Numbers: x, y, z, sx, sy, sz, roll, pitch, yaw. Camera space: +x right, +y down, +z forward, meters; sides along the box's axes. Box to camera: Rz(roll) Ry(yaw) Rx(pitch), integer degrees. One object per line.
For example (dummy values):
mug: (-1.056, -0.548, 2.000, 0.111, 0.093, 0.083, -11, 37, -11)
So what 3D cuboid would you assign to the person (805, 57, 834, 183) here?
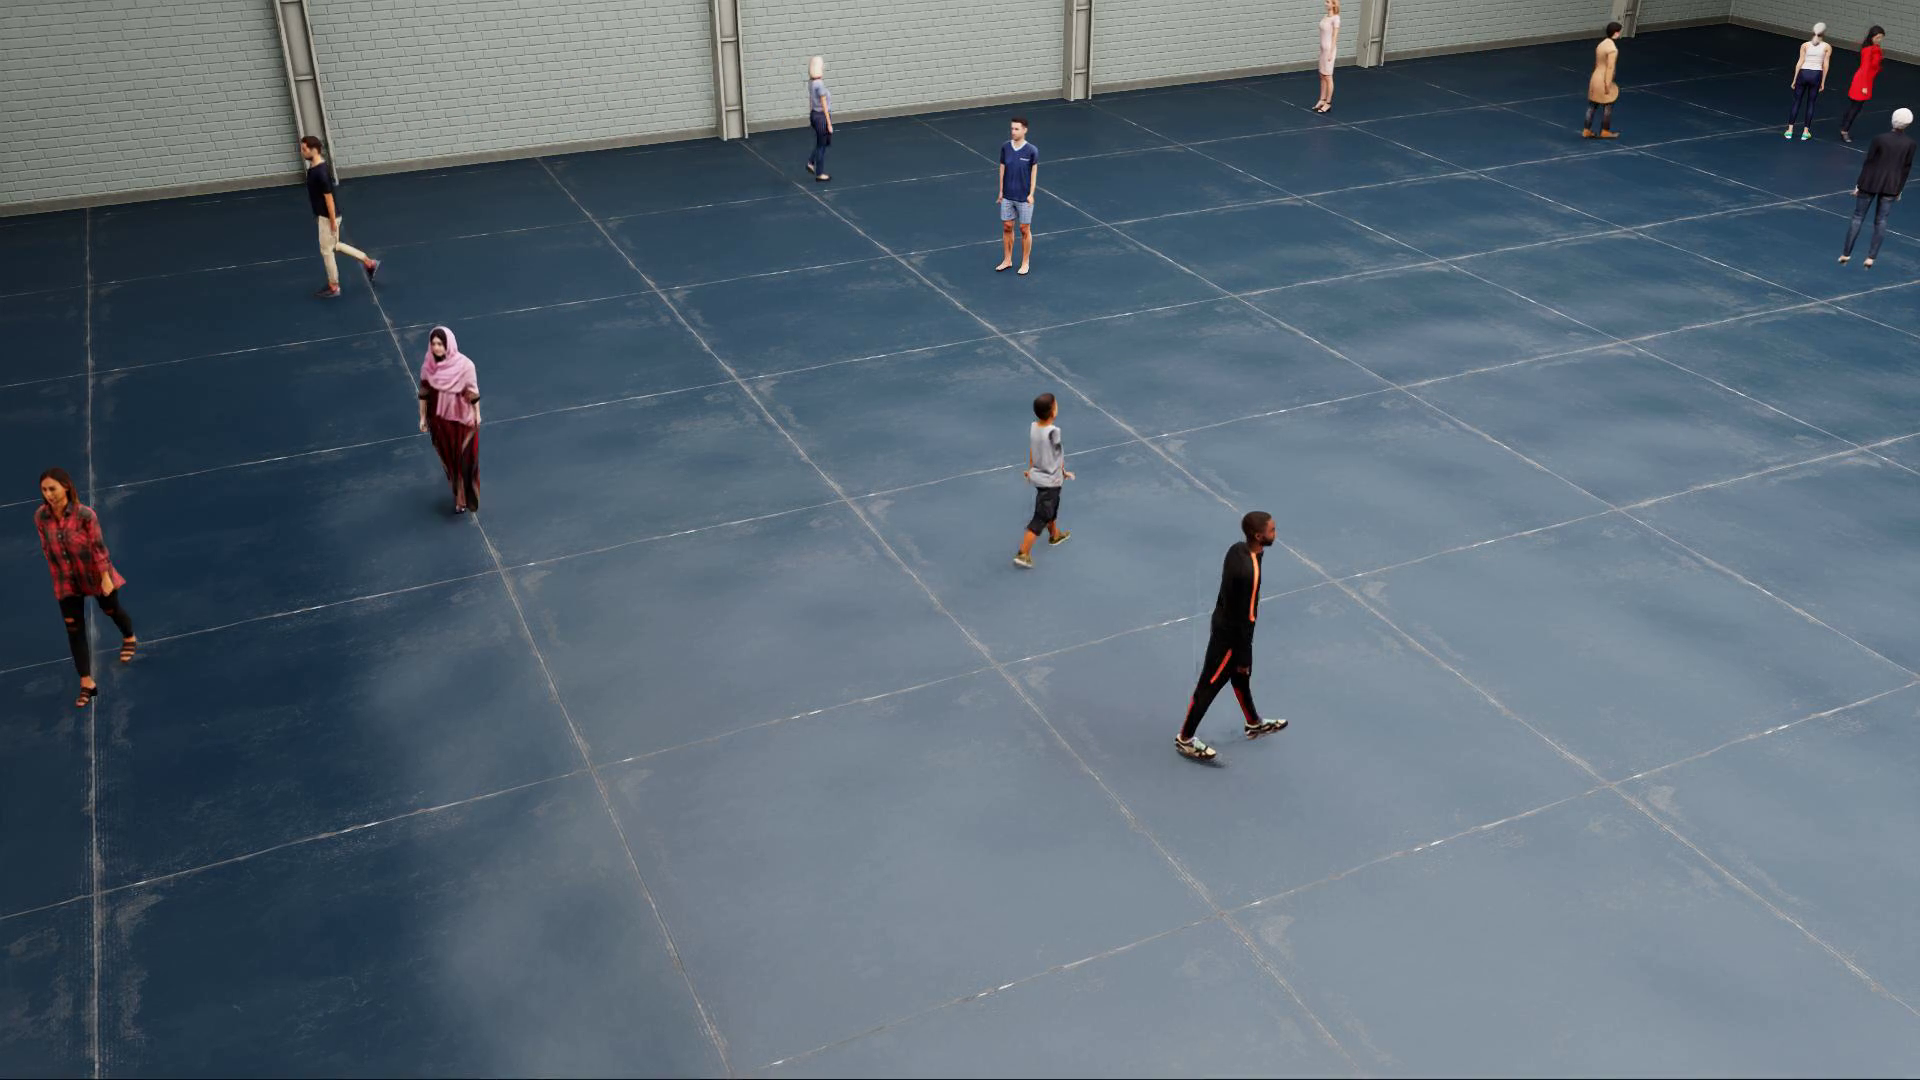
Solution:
person: (-2.009, -5.784, 22.947, 0.644, 1.712, 0.610, -10, 30, -18)

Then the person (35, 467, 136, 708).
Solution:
person: (-6.099, 0.247, 11.678, 1.098, 1.661, 0.955, -1, 28, -1)

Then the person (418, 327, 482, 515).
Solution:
person: (-4.313, -1.079, 14.217, 0.932, 1.614, 0.942, 4, 28, 7)

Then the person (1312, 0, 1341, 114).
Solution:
person: (5.881, -7.769, 26.549, 0.557, 1.830, 0.611, -7, 29, -12)

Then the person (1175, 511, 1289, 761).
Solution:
person: (1.703, 0.627, 10.848, 1.126, 1.769, 0.929, 1, 28, 2)

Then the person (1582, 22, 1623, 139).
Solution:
person: (9.615, -6.910, 25.059, 0.845, 1.715, 0.767, -6, 29, -11)

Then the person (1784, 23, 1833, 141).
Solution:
person: (12.818, -6.935, 25.119, 0.687, 1.702, 0.719, 14, 31, 24)

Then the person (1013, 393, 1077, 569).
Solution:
person: (0.658, -0.510, 13.347, 0.797, 1.428, 1.081, 25, 37, 38)

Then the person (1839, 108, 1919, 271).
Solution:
person: (9.925, -3.826, 18.027, 0.821, 1.782, 0.789, 10, 30, 18)

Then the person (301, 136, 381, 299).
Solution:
person: (-7.072, -3.679, 18.863, 0.980, 1.836, 0.617, -13, 31, -22)

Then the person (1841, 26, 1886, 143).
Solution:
person: (13.498, -6.845, 24.925, 0.882, 1.726, 0.747, 12, 30, 21)

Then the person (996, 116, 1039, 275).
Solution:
person: (0.680, -4.080, 19.602, 0.715, 1.850, 0.754, 13, 31, 24)
